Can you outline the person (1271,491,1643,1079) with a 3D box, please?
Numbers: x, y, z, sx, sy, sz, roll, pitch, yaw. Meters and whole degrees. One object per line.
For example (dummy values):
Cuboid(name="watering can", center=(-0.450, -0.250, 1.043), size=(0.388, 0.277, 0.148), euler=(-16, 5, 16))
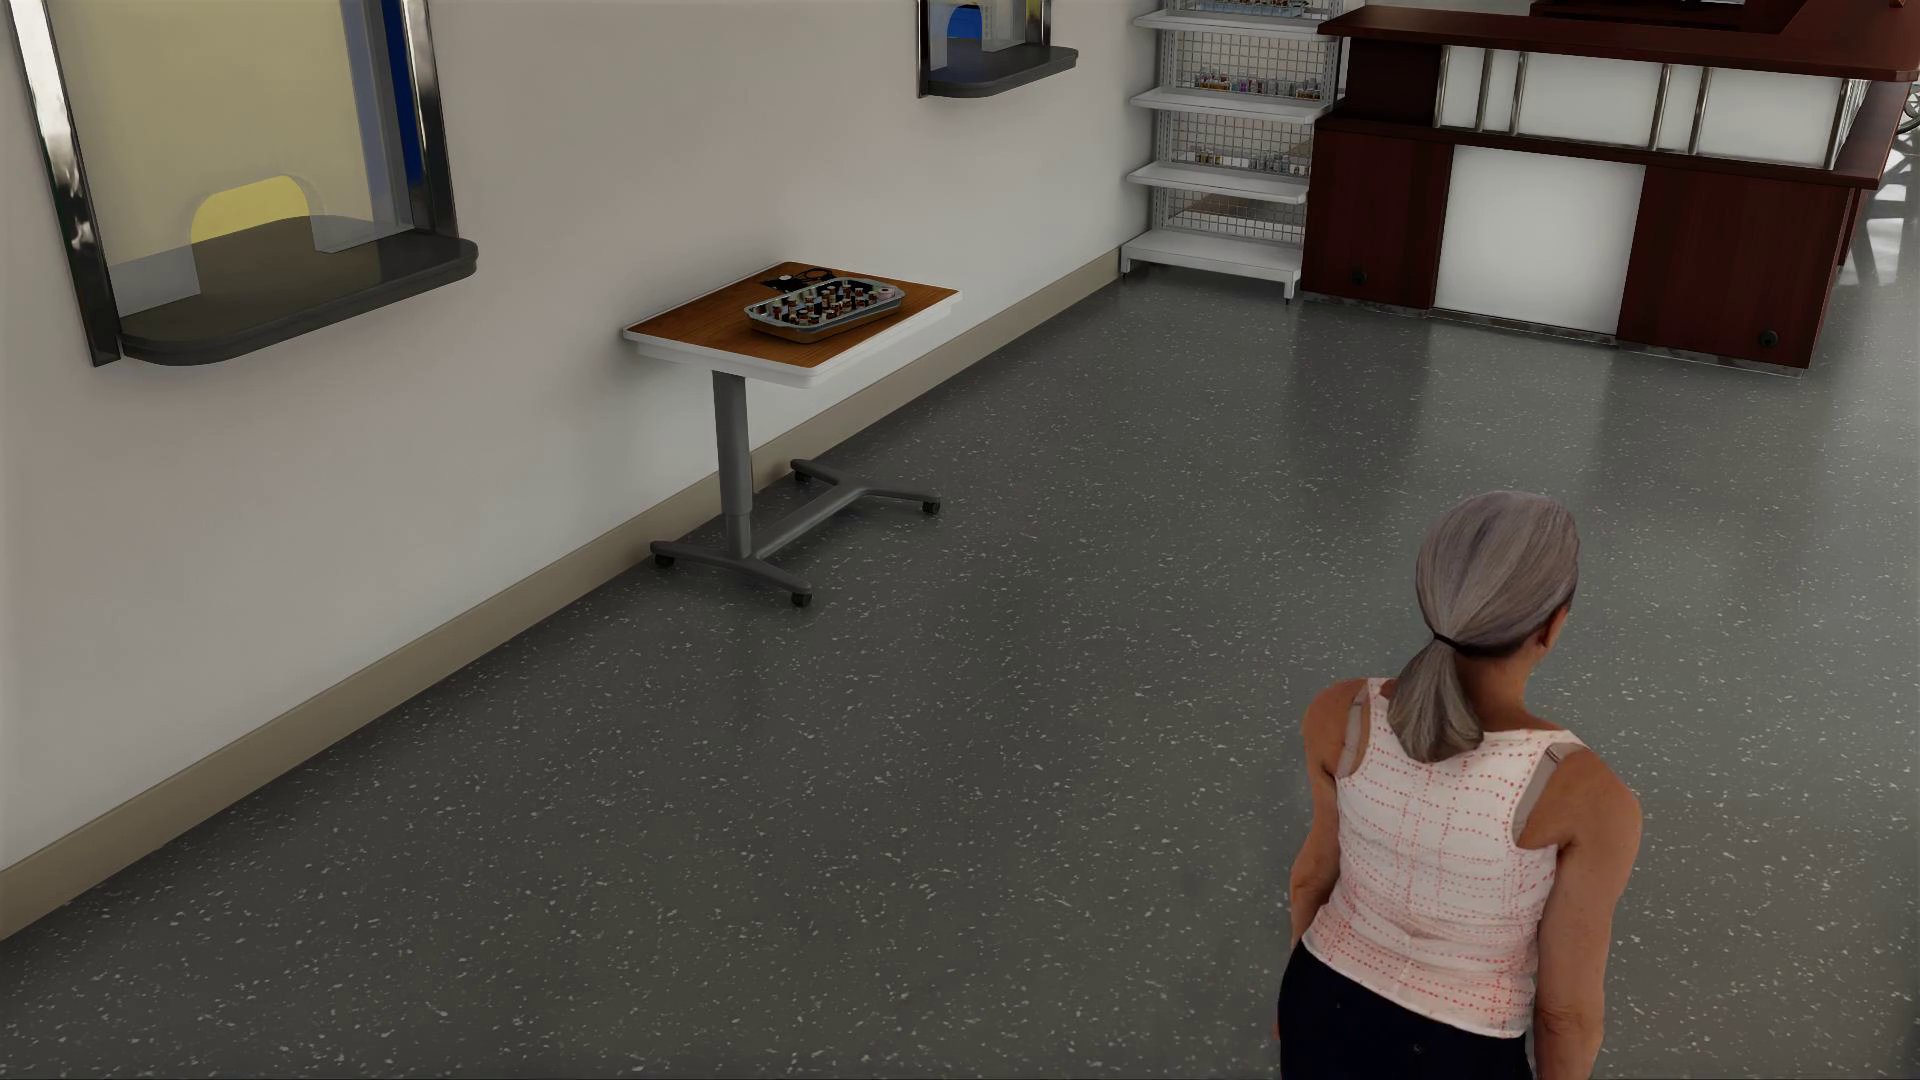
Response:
Cuboid(name="person", center=(0.547, 0.765, 2.188), size=(0.632, 1.689, 0.700), euler=(17, 30, 31))
